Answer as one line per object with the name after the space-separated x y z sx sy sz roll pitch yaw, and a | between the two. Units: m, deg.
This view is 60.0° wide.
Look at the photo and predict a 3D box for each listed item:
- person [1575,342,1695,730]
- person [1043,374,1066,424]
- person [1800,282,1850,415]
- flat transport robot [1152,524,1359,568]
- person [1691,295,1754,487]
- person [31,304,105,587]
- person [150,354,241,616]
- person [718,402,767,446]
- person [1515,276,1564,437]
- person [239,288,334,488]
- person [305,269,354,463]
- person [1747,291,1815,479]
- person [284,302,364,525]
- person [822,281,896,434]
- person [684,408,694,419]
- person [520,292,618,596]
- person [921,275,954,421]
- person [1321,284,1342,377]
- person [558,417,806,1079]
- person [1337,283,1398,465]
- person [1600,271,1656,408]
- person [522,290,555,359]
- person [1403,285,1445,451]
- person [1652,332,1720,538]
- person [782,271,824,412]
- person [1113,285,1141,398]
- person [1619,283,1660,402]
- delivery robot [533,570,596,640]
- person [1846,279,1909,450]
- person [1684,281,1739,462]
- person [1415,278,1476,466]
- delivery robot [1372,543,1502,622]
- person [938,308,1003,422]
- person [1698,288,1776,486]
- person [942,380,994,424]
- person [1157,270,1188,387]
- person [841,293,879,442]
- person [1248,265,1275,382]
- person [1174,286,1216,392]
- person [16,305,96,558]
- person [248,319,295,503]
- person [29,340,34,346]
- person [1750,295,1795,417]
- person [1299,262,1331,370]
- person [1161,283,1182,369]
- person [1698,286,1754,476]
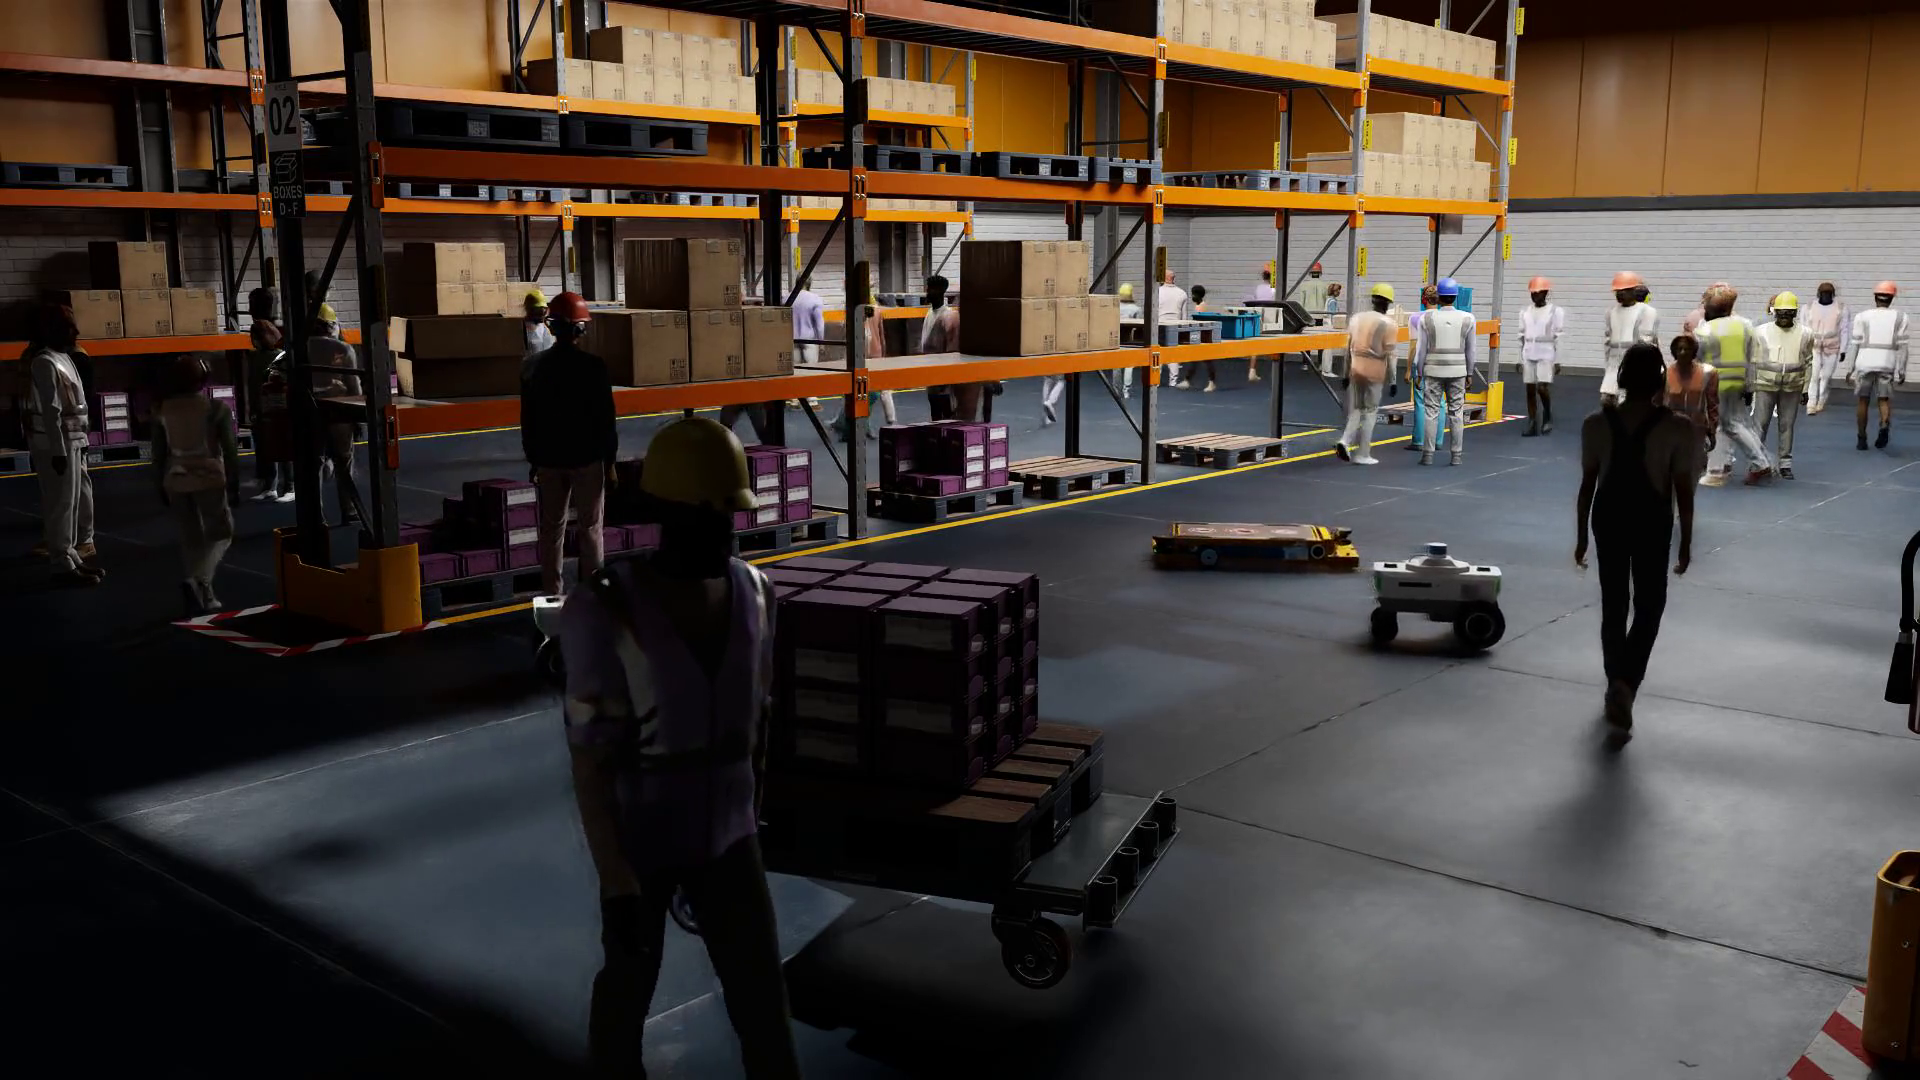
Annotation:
3.186 -0.027 7.900 0.523 1.821 0.841 7 12 35 | person
1.162 -2.380 21.187 0.542 1.852 0.496 4 11 23 | person
11.770 -2.622 22.717 0.620 1.813 0.902 5 11 25 | person
2.113 0.029 11.976 1.431 0.197 0.652 1 10 8 | flat transport robot
7.207 -1.425 15.878 0.635 1.813 0.595 -3 10 -15 | person
-6.003 -0.631 11.144 0.337 1.882 0.584 -3 10 -18 | person
-4.652 -0.311 10.092 0.520 1.620 0.592 0 10 1 | person
-2.019 -1.352 15.287 0.729 1.883 0.647 -8 13 -38 | person
6.898 -2.183 19.867 0.424 1.921 0.562 -10 14 -43 | person
-6.436 -1.444 15.778 0.585 1.890 0.817 9 13 42 | person
-6.656 -1.799 17.350 0.684 2.000 0.535 7 12 34 | person
8.018 -1.508 16.287 0.590 1.833 0.404 3 10 16 | person
-5.137 -1.008 13.485 0.604 1.827 0.443 0 10 -3 | person
-1.172 -2.212 20.013 0.979 1.926 0.701 9 13 42 | person
-3.410 -2.157 20.360 0.321 1.698 0.537 0 10 -2 | person
-2.330 -0.484 9.996 0.613 1.994 0.381 3 10 15 | person
-0.253 -1.932 18.320 0.367 1.966 0.607 -5 11 -26 | person
6.511 -3.671 29.157 0.312 1.636 0.518 1 10 5 | person
-0.577 0.673 3.731 0.599 1.880 0.939 -8 13 -40 | person
4.257 -1.710 17.239 0.479 1.898 0.615 -7 12 -35 | person
7.051 -1.842 17.678 0.625 2.009 0.599 -8 13 -38 | person
-4.404 -1.712 17.492 0.624 1.810 0.624 7 12 34 | person
5.221 -1.902 18.490 0.569 1.844 0.378 -3 10 -15 | person
5.723 -0.853 13.187 0.510 1.610 0.717 3 10 18 | person
-2.163 -2.728 22.930 0.635 1.937 0.352 4 11 20 | person
2.506 -3.022 25.301 0.502 1.690 0.911 1 10 4 | person
7.524 -1.925 18.553 0.517 1.874 0.328 4 11 24 | person
-1.879 0.400 8.780 0.707 0.478 0.477 -3 10 -17 | delivery robot
10.186 -1.931 18.465 0.572 1.914 0.590 4 11 23 | person
7.970 -1.770 17.580 0.407 1.905 0.651 -7 12 -34 | person
5.016 -1.728 17.202 0.612 1.950 0.377 1 10 8 | person
2.742 0.260 9.586 0.707 0.478 0.477 2 10 13 | delivery robot
0.088 -1.659 17.068 0.666 1.863 0.680 -8 12 -37 | person
7.310 -1.455 15.867 1.022 1.894 0.639 6 12 31 | person
0.137 -2.085 19.417 0.561 1.896 0.825 9 13 42 | person
3.362 -3.423 27.027 0.652 1.895 0.400 -2 10 -12 | person
-1.142 -1.996 19.316 0.553 1.738 0.593 1 10 8 | person
5.199 -3.675 28.251 0.630 1.982 1.050 7 12 36 | person
3.717 -3.161 26.172 0.702 1.658 0.597 0 10 2 | person
-6.586 -0.777 12.099 0.623 1.844 0.429 4 11 21 | person
-6.133 -1.145 14.785 0.498 1.633 0.279 5 11 27 | person
-7.355 -0.924 13.523 0.288 1.634 0.499 -2 10 -10 | person
10.896 -2.466 22.306 0.501 1.631 0.287 4 11 22 | person
6.575 -4.143 30.819 0.612 1.997 0.376 2 10 9 | person
3.775 -4.032 30.706 0.966 1.830 0.551 -8 13 -38 | person
7.554 -1.575 16.532 0.357 1.880 0.574 -7 12 -35 | person
